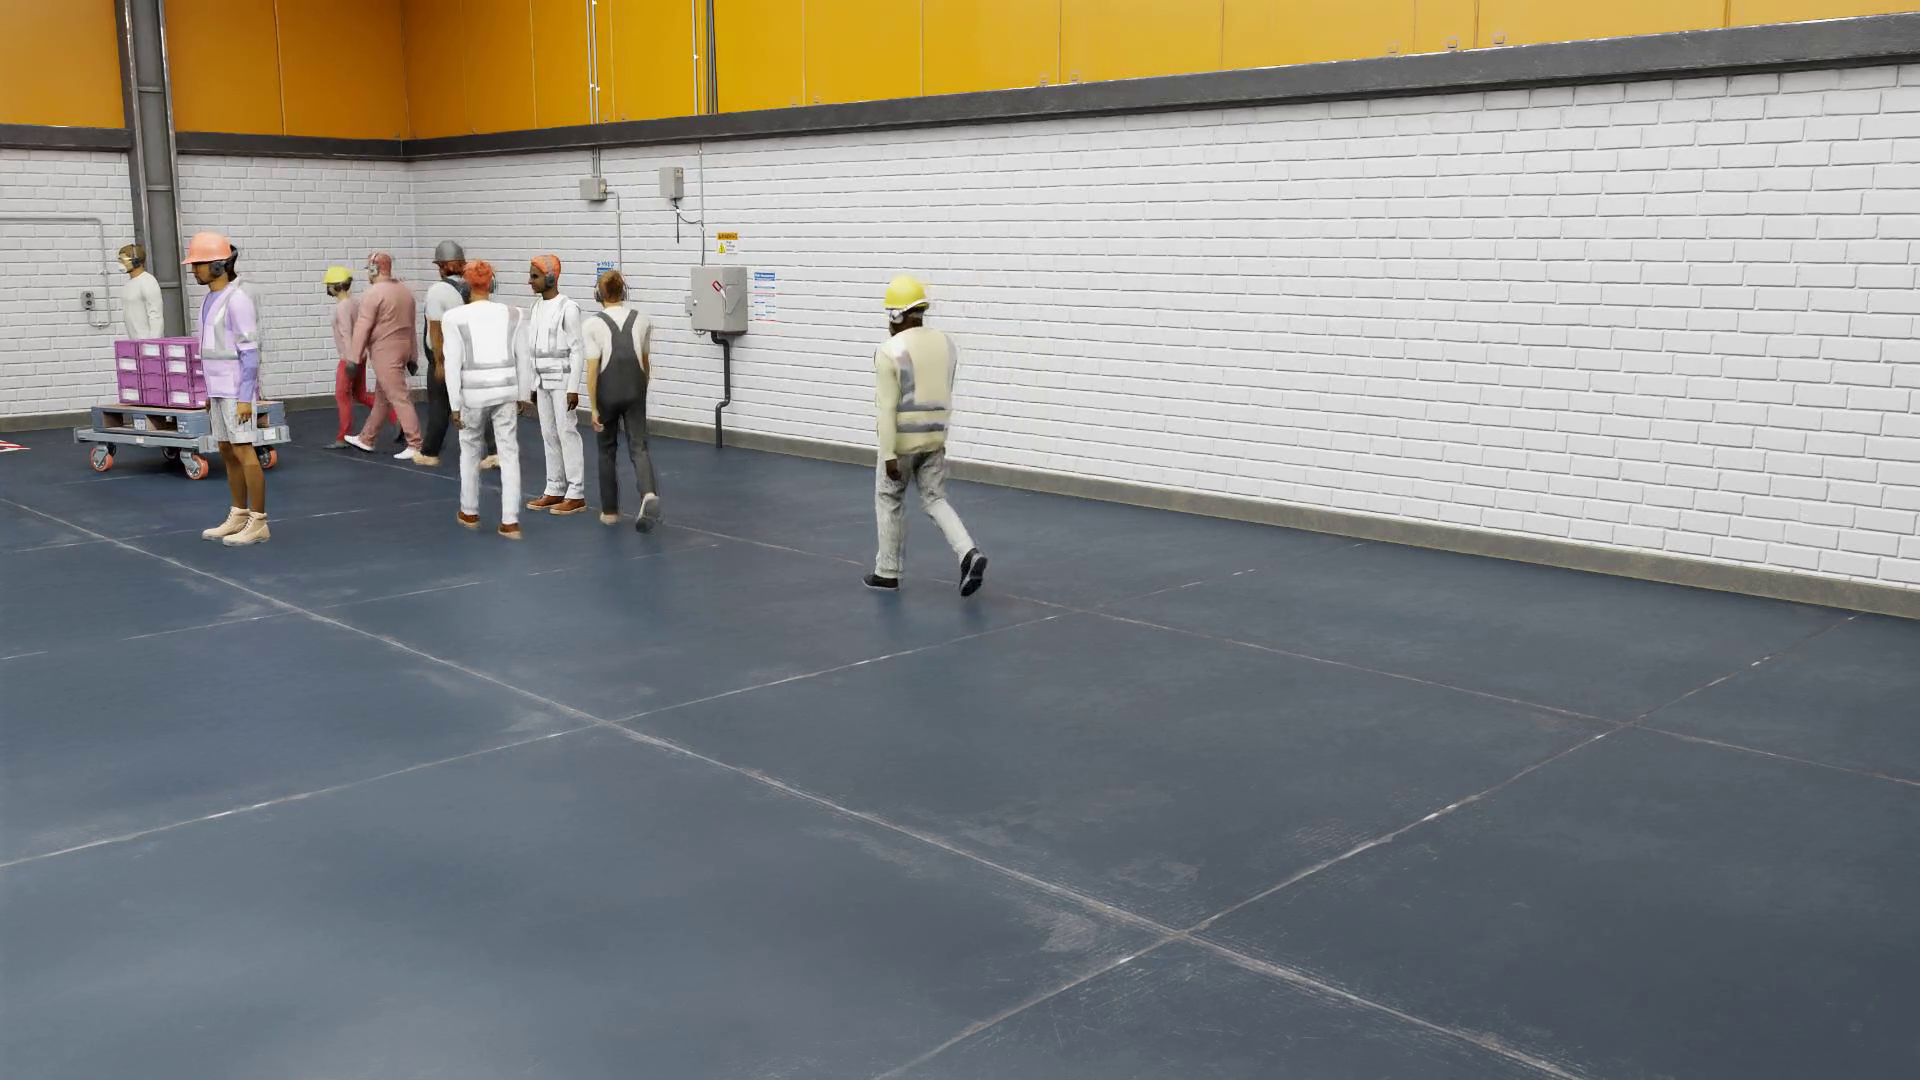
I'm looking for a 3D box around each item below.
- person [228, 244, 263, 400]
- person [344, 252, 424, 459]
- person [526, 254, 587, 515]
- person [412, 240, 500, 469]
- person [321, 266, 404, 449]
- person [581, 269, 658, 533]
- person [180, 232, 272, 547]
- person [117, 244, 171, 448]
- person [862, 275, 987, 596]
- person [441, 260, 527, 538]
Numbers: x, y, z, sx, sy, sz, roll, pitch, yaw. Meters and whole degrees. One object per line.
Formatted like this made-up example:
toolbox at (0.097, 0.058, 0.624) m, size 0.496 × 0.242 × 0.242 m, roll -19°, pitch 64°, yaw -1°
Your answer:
person at (-7.044, -1.914, 16.244) m, size 0.627 × 1.946 × 0.456 m, roll 8°, pitch 13°, yaw 35°
person at (-5.288, -1.658, 15.074) m, size 0.997 × 1.853 × 0.654 m, roll 2°, pitch 11°, yaw 12°
person at (-2.951, -1.127, 12.116) m, size 0.337 × 1.881 × 0.584 m, roll -10°, pitch 15°, yaw -44°
person at (-4.350, -1.633, 14.447) m, size 1.036 × 2.000 × 0.697 m, roll 7°, pitch 12°, yaw 33°
person at (-5.686, -1.726, 15.769) m, size 0.719 × 1.742 × 0.535 m, roll -1°, pitch 10°, yaw -8°
person at (-2.303, -0.945, 11.364) m, size 0.495 × 1.808 × 0.877 m, roll -5°, pitch 11°, yaw -24°
person at (-4.804, -0.975, 10.862) m, size 0.389 × 2.039 × 0.614 m, roll -10°, pitch 15°, yaw -44°
person at (-7.821, -1.856, 15.943) m, size 0.352 × 1.937 × 0.635 m, roll -10°, pitch 15°, yaw -44°
person at (-0.218, -0.563, 9.256) m, size 0.589 × 1.805 × 0.775 m, roll -9°, pitch 14°, yaw -40°
person at (-3.232, -0.960, 11.313) m, size 0.594 × 1.847 × 0.915 m, roll -6°, pitch 12°, yaw -29°
